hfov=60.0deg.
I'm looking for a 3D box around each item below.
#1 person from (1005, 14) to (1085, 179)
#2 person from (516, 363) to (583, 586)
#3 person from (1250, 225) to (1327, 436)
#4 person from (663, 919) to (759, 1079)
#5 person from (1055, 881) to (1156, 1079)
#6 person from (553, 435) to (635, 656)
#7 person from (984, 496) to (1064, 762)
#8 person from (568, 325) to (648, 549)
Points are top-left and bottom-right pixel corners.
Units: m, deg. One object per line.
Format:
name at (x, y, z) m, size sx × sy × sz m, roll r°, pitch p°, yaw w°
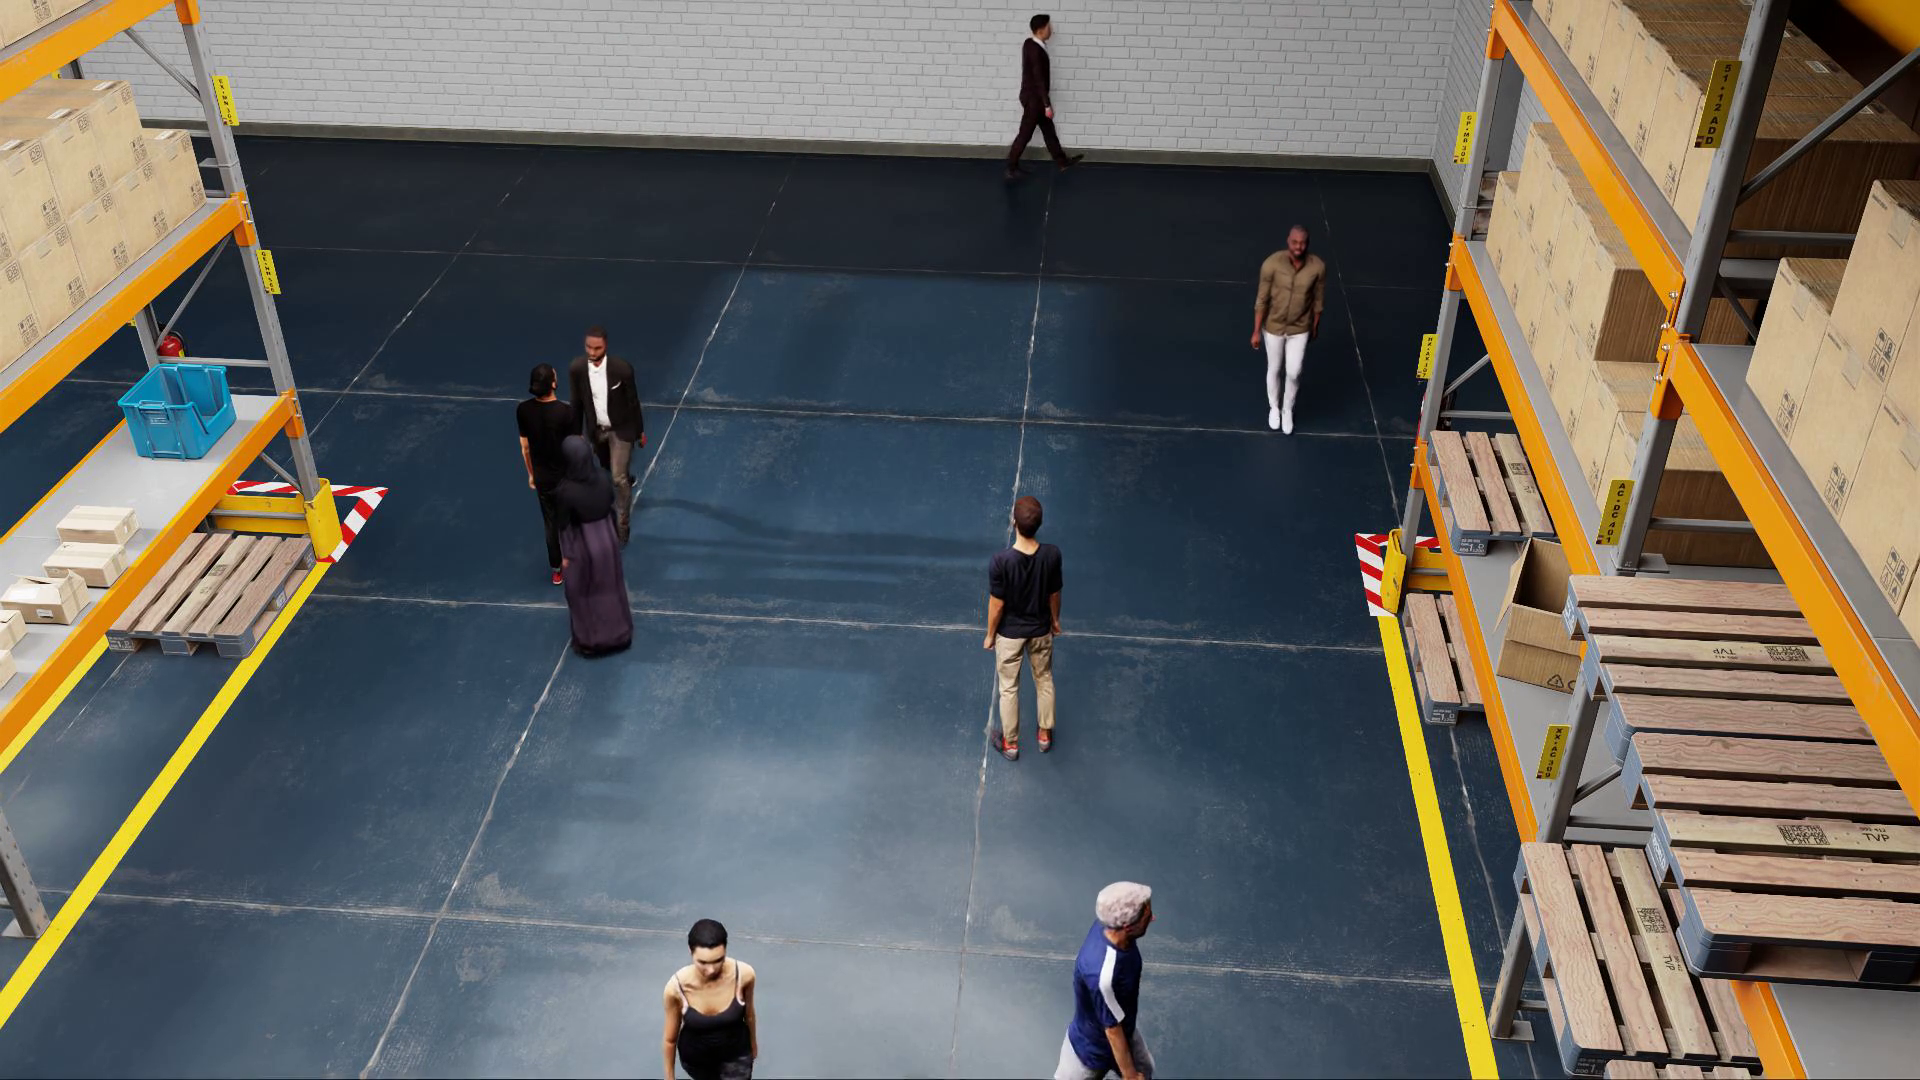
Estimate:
person at (0.730, -4.850, 18.354) m, size 0.877 × 1.824 × 1.113 m, roll -2°, pitch 34°, yaw -3°
person at (-2.846, -0.451, 11.796) m, size 0.650 × 1.758 × 0.601 m, roll 7°, pitch 34°, yaw 10°
person at (2.697, -1.782, 13.752) m, size 0.752 × 1.809 × 0.661 m, roll 5°, pitch 34°, yaw 8°
person at (-1.138, 2.327, 7.701) m, size 0.828 × 1.665 × 1.262 m, roll -5°, pitch 34°, yaw -7°
person at (0.564, 2.280, 7.677) m, size 0.934 × 1.768 × 1.199 m, roll 12°, pitch 35°, yaw 17°
person at (-2.487, 0.026, 11.199) m, size 0.798 × 1.624 × 0.861 m, roll -28°, pitch 42°, yaw -35°
person at (0.394, 0.551, 10.198) m, size 0.720 × 1.857 × 0.683 m, roll -11°, pitch 35°, yaw -16°
person at (-2.581, -0.846, 12.392) m, size 0.751 × 1.755 × 1.081 m, roll 9°, pitch 35°, yaw 13°
